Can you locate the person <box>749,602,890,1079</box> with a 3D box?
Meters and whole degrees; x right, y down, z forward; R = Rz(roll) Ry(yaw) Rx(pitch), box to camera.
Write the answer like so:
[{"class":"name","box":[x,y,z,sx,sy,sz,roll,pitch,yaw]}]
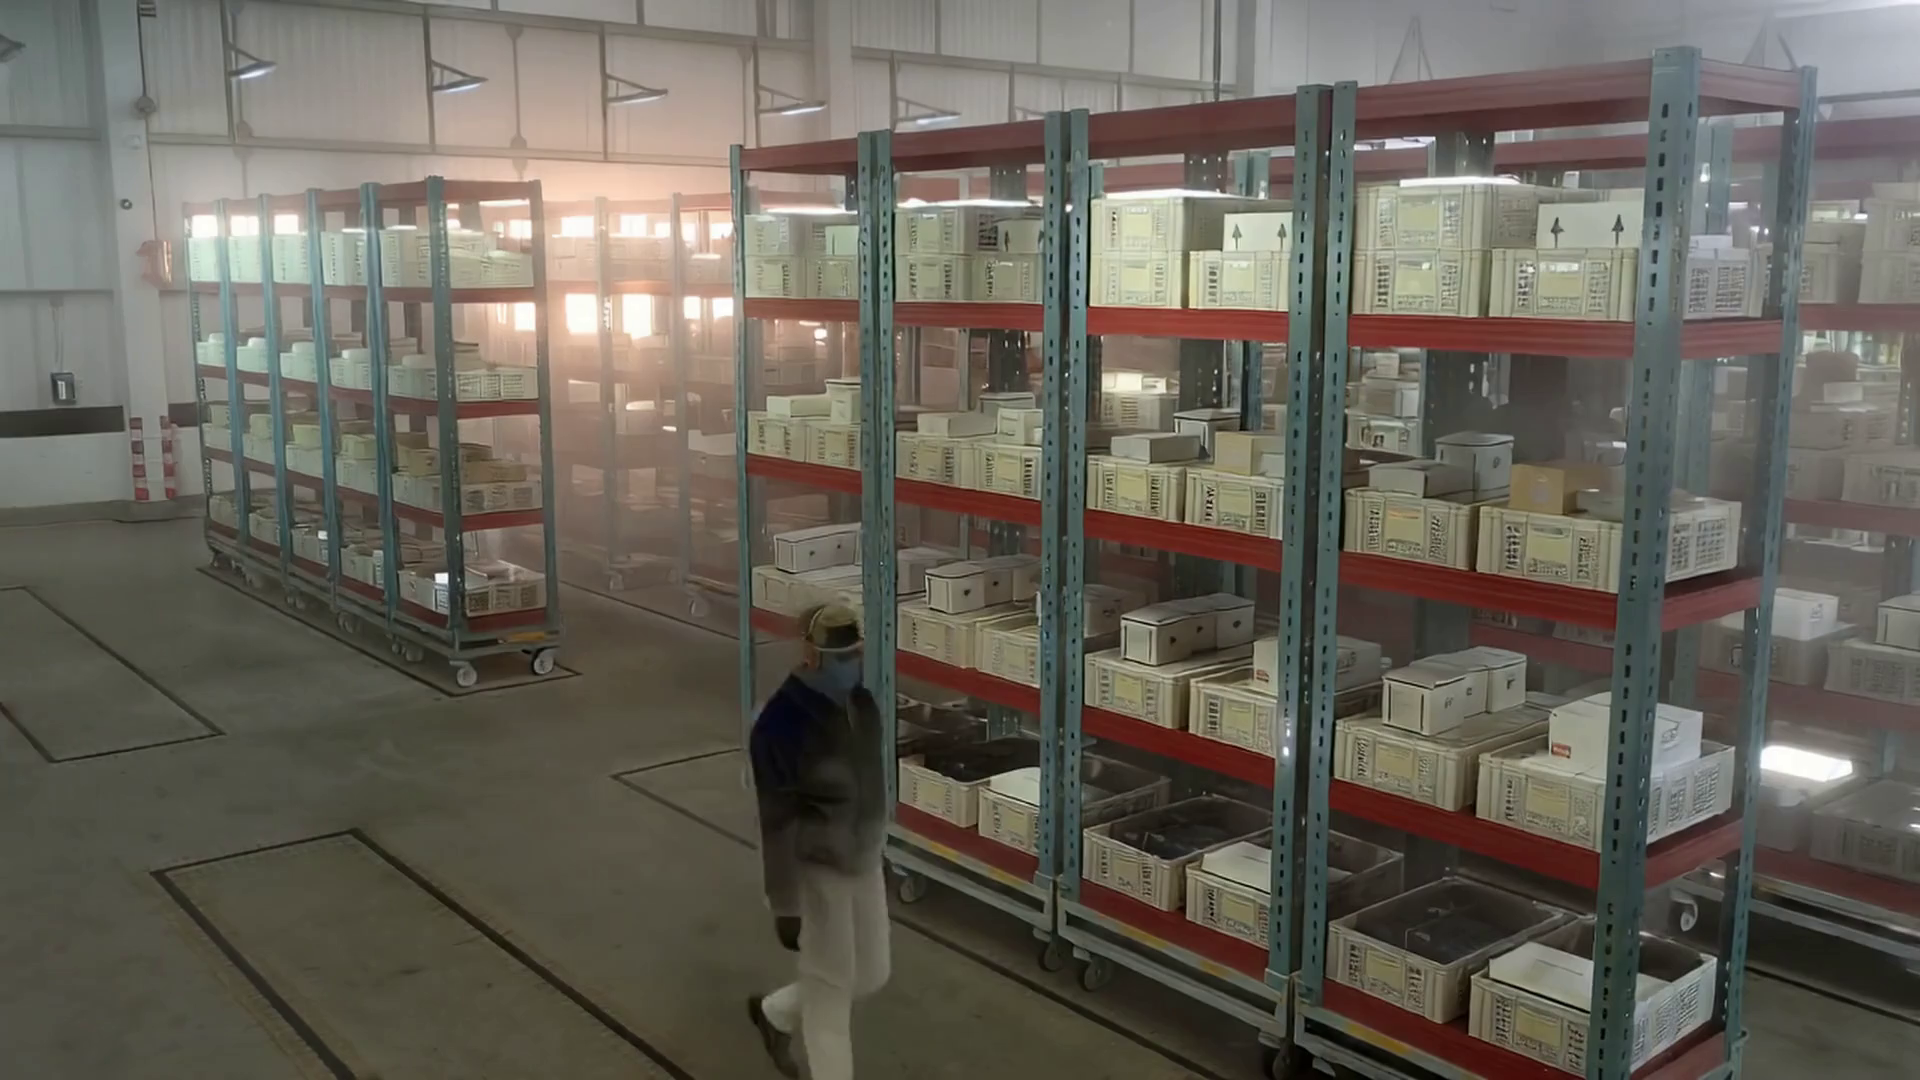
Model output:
[{"class":"person","box":[-0.498,1.132,5.749,0.616,1.889,0.649,6,11,30]}]
